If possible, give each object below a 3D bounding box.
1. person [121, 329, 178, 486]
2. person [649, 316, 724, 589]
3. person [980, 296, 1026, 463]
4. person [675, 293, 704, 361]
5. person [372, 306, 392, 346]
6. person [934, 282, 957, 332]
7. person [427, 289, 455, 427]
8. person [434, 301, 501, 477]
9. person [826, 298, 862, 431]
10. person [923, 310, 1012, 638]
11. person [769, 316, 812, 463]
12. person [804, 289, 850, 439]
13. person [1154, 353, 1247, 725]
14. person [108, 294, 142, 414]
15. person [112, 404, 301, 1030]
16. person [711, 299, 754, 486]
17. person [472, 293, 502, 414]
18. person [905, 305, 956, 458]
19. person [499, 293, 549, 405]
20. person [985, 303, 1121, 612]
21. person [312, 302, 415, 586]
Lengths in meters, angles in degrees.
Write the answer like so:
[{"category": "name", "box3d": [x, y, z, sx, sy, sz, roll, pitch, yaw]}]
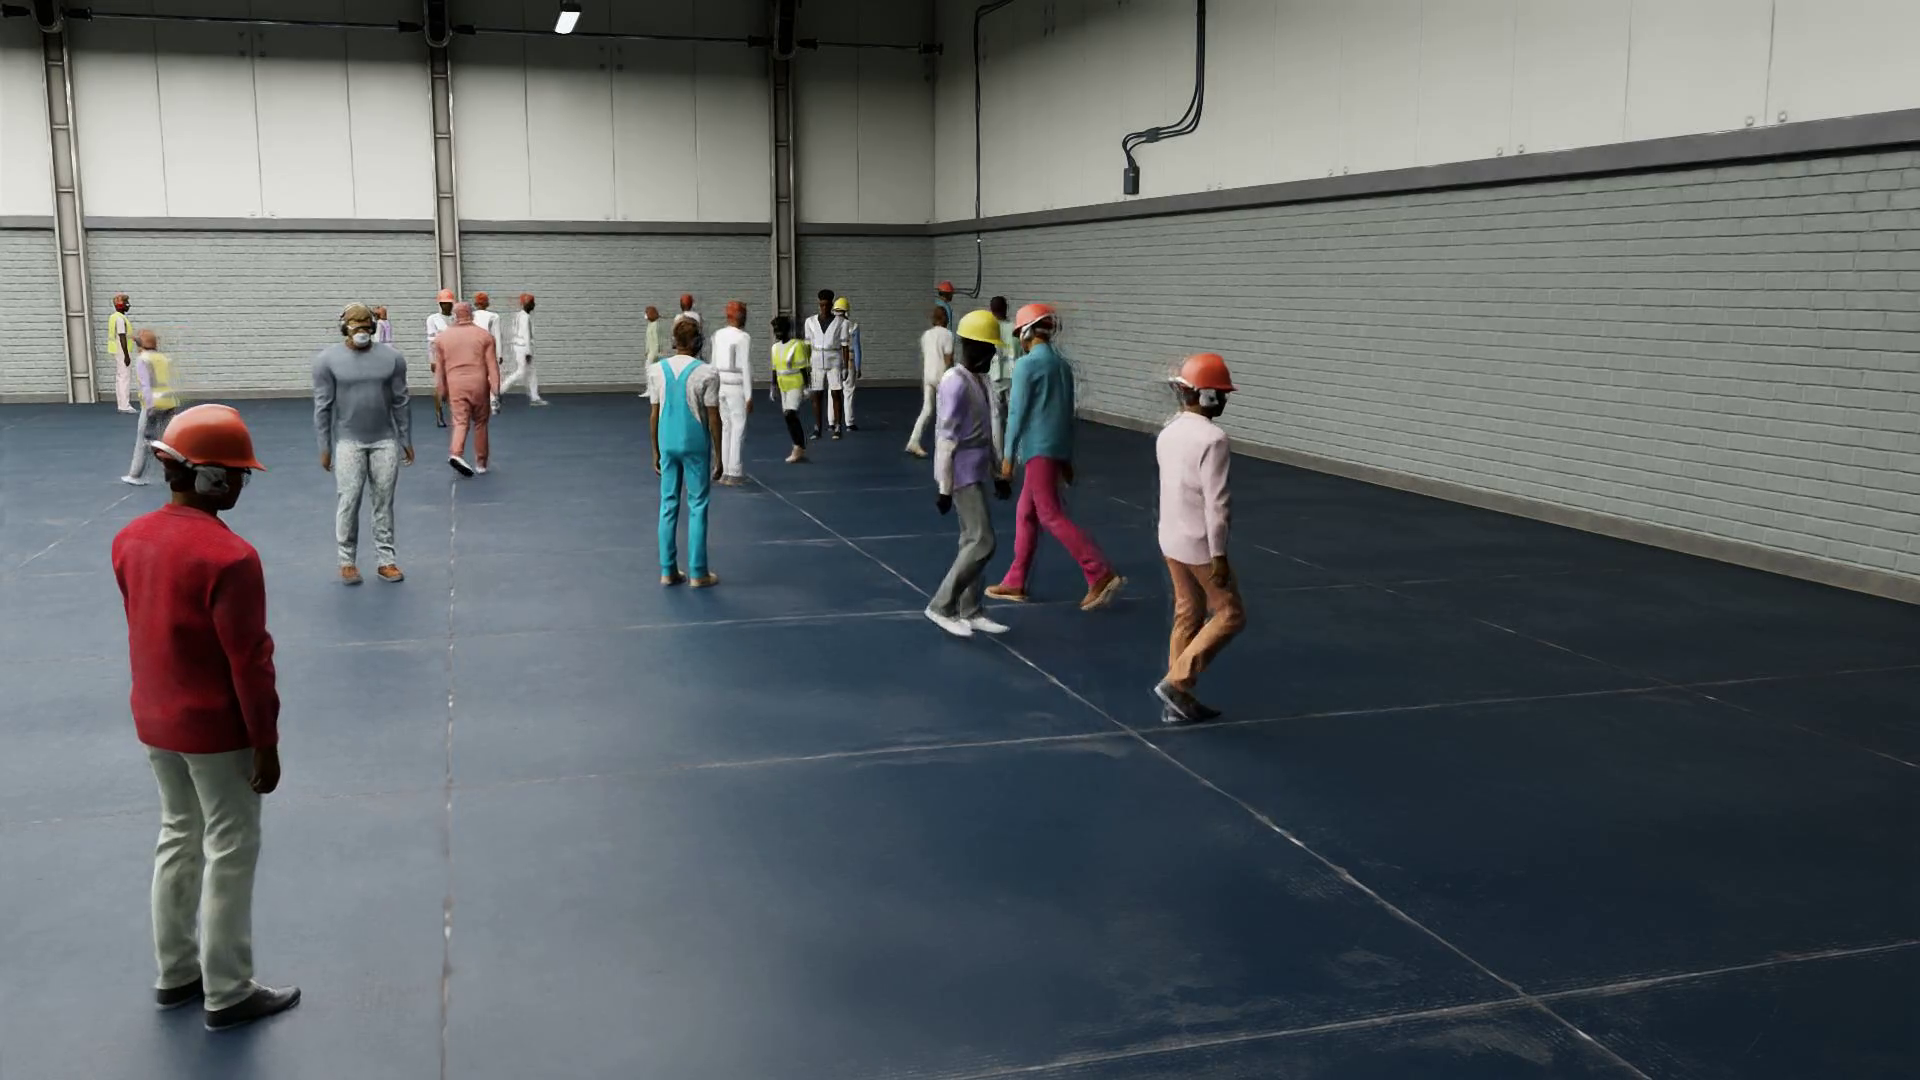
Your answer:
[{"category": "person", "box3d": [-8.025, -1.320, 16.667, 0.874, 1.580, 0.565, 1, 9, 8]}, {"category": "person", "box3d": [-1.833, -0.582, 11.195, 0.519, 1.834, 0.361, 2, 9, 14]}, {"category": "person", "box3d": [0.498, -1.794, 18.803, 0.654, 1.895, 0.572, -2, 9, -14]}, {"category": "person", "box3d": [-4.297, -2.991, 26.514, 0.718, 1.883, 0.598, 7, 11, 39]}, {"category": "person", "box3d": [-9.541, -3.045, 27.518, 0.311, 1.638, 0.523, 1, 9, 4]}, {"category": "person", "box3d": [-0.350, -3.517, 29.417, 0.630, 2.051, 0.666, -3, 9, -19]}, {"category": "person", "box3d": [-7.206, -2.554, 23.431, 0.542, 1.939, 0.359, -7, 11, -38]}, {"category": "person", "box3d": [-5.201, -1.591, 17.551, 0.674, 1.868, 0.837, -2, 9, -10]}, {"category": "person", "box3d": [-1.615, -2.400, 22.831, 0.585, 1.824, 0.404, 4, 10, 24]}, {"category": "person", "box3d": [0.031, -0.367, 9.595, 0.517, 1.907, 0.588, 1, 9, 5]}, {"category": "person", "box3d": [-1.934, -1.688, 18.749, 0.522, 1.659, 0.551, -8, 12, -42]}, {"category": "person", "box3d": [-1.730, -2.281, 21.631, 0.603, 1.958, 0.375, 2, 9, 10]}, {"category": "person", "box3d": [1.122, 0.007, 7.713, 0.364, 1.737, 0.588, -3, 9, -19]}, {"category": "person", "box3d": [-12.934, -2.861, 25.678, 0.385, 1.845, 0.569, -6, 11, -34]}, {"category": "person", "box3d": [-2.080, 0.492, 4.640, 0.574, 1.737, 0.353, 5, 10, 31]}, {"category": "person", "box3d": [-2.293, -1.484, 16.810, 0.369, 1.888, 0.589, -9, 12, -44]}, {"category": "person", "box3d": [-7.344, -2.859, 25.604, 0.577, 1.871, 0.342, 0, 9, 0]}, {"category": "person", "box3d": [-0.281, -1.846, 19.438, 0.558, 1.789, 0.920, 6, 11, 35]}, {"category": "person", "box3d": [-7.233, -3.111, 27.262, 0.833, 1.857, 0.586, -2, 9, -13]}, {"category": "person", "box3d": [0.612, -0.532, 10.553, 0.954, 1.939, 0.646, 5, 10, 27]}, {"category": "person", "box3d": [-4.059, -0.655, 11.375, 0.643, 1.926, 0.427, -7, 11, -38]}]
